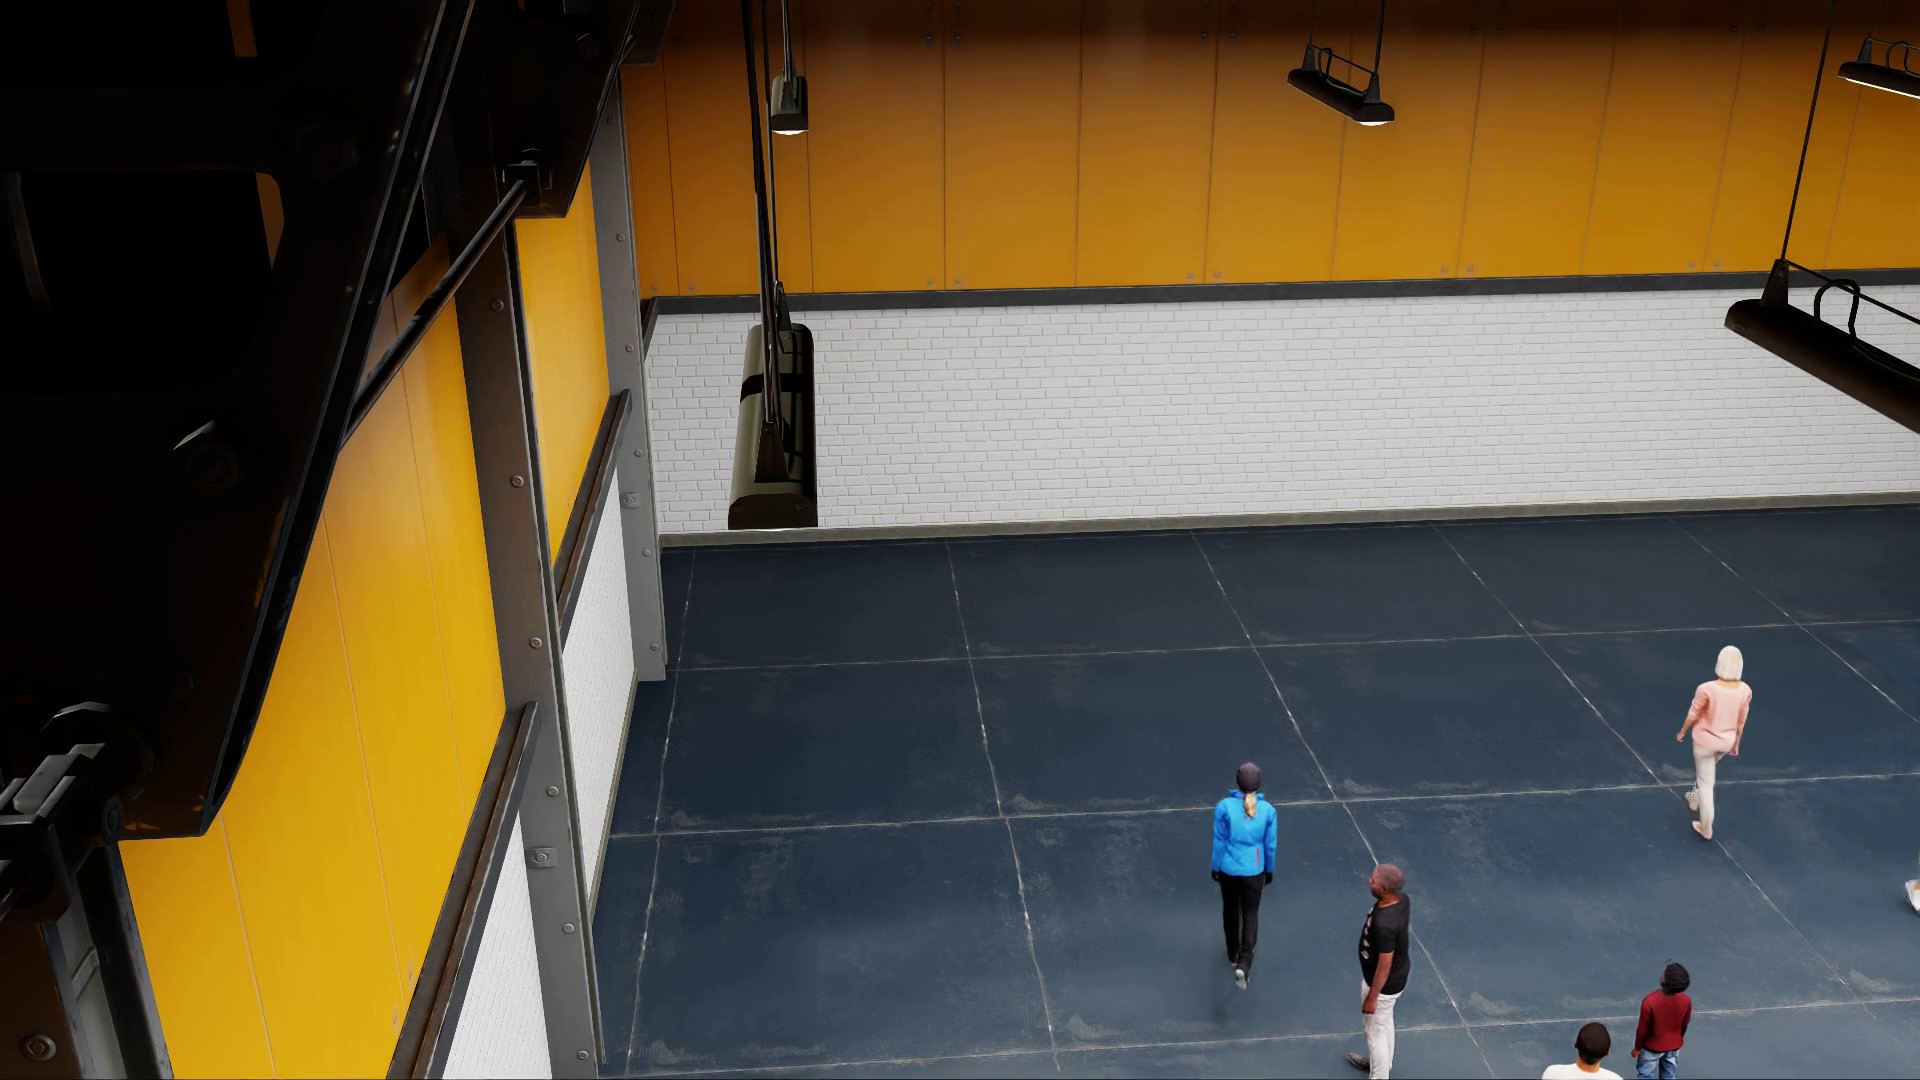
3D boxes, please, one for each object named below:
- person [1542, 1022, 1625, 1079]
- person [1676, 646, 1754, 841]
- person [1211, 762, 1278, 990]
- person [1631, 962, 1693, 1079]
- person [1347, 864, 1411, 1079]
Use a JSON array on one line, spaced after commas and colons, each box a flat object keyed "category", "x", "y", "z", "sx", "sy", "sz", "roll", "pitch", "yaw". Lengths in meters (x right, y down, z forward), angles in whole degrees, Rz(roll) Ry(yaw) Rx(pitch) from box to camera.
[{"category": "person", "x": 3.565, "y": 3.550, "z": 9.677, "sx": 0.697, "sy": 1.804, "sz": 0.630, "roll": 4, "pitch": 24, "yaw": 10}, {"category": "person", "x": 6.362, "y": 1.734, "z": 13.962, "sx": 0.618, "sy": 1.699, "sz": 0.882, "roll": -2, "pitch": 24, "yaw": -4}, {"category": "person", "x": 2.053, "y": 2.474, "z": 12.169, "sx": 0.804, "sy": 1.780, "sz": 1.083, "roll": 4, "pitch": 24, "yaw": 10}, {"category": "person", "x": 4.606, "y": 3.300, "z": 10.934, "sx": 0.512, "sy": 1.256, "sz": 0.501, "roll": -4, "pitch": 24, "yaw": -8}, {"category": "person", "x": 2.820, "y": 2.932, "z": 11.092, "sx": 0.817, "sy": 1.804, "sz": 0.693, "roll": 10, "pitch": 25, "yaw": 21}]
